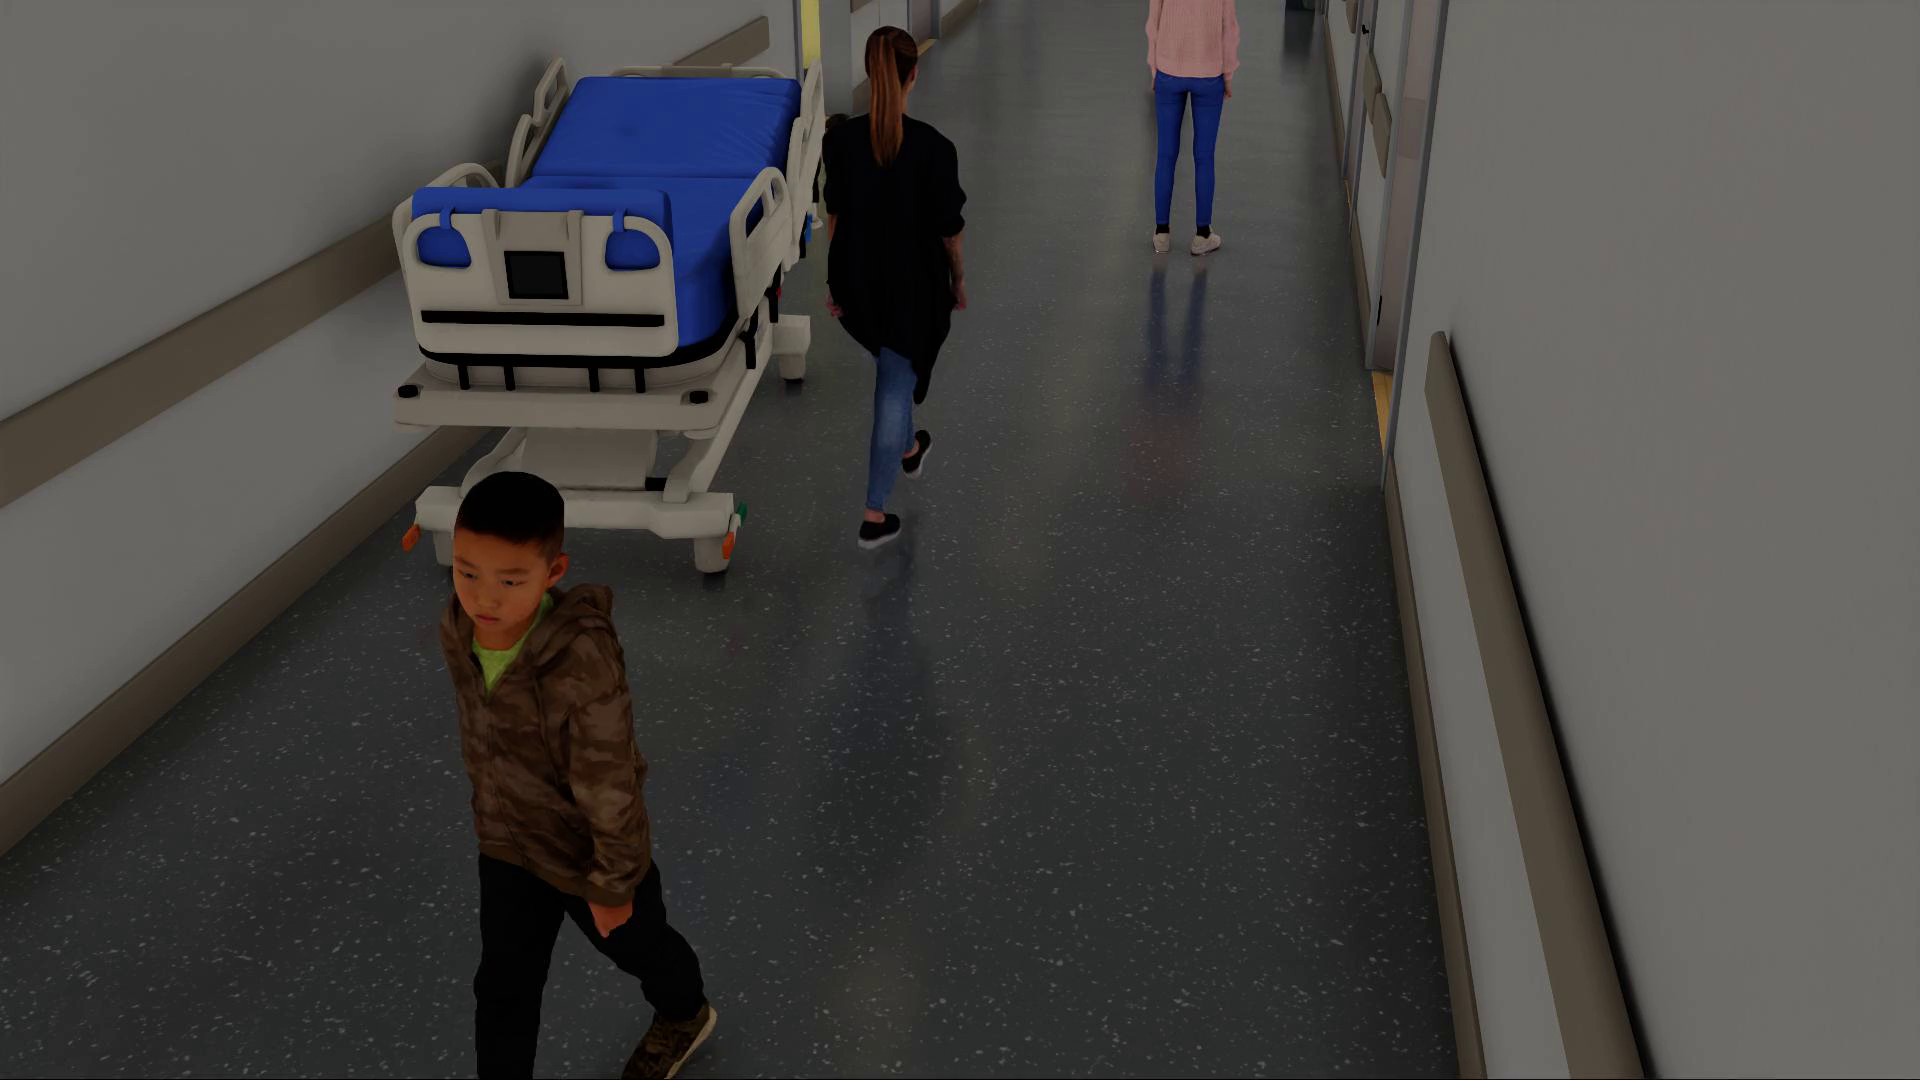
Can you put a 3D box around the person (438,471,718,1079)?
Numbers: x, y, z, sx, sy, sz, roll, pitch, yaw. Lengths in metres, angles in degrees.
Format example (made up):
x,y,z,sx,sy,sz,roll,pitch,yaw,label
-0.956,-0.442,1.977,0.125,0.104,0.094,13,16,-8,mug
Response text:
x,y,z,sx,sy,sz,roll,pitch,yaw,label
-0.685,0.486,3.061,0.916,1.419,0.785,14,29,26,person

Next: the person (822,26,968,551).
x,y,z,sx,sy,sz,roll,pitch,yaw,label
-0.240,-0.758,5.395,1.058,1.631,0.766,7,27,15,person

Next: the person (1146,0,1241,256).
x,y,z,sx,sy,sz,roll,pitch,yaw,label
1.184,-2.366,8.572,0.532,1.770,0.731,9,27,17,person
